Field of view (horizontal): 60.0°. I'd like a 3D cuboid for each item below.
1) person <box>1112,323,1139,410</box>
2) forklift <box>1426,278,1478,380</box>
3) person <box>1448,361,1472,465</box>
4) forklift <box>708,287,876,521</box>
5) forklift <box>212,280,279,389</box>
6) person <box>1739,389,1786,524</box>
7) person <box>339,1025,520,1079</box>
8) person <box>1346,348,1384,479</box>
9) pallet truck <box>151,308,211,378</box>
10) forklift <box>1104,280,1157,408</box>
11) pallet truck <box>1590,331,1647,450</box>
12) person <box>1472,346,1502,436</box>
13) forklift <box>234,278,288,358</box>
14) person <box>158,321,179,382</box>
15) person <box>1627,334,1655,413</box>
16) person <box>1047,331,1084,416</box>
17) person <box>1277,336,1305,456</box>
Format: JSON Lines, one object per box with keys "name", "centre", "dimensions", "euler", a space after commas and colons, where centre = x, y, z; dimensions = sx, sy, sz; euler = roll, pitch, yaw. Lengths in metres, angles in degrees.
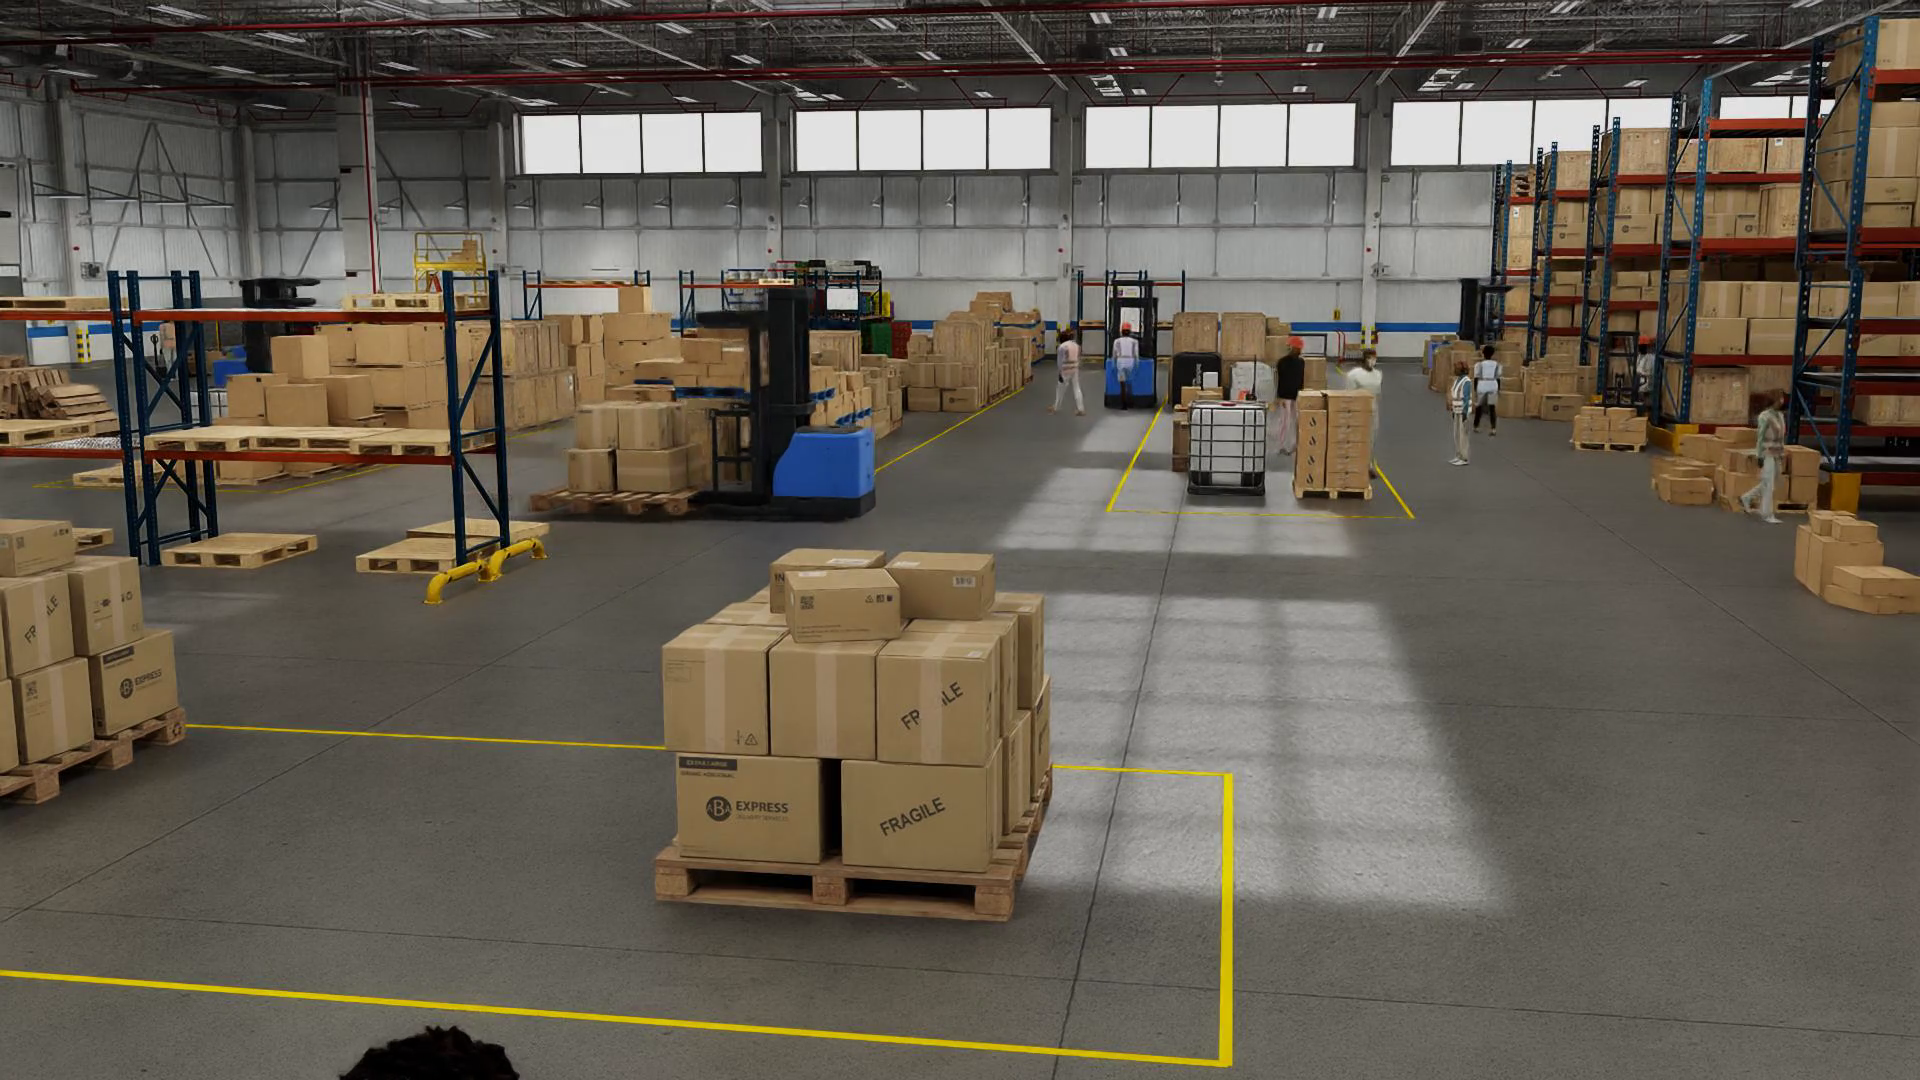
{"name": "person", "centre": [3.611, -3.803, 36.429], "dimensions": [0.555, 1.875, 1.028], "euler": [-1, 9, -5]}
{"name": "forklift", "centre": [13.586, -5.628, 44.624], "dimensions": [1.873, 2.768, 1.129], "euler": [1, 9, 9]}
{"name": "person", "centre": [7.834, -1.983, 25.992], "dimensions": [0.318, 1.631, 0.524], "euler": [-1, 9, -4]}
{"name": "forklift", "centre": [-2.050, -1.695, 20.366], "dimensions": [1.873, 2.768, 1.129], "euler": [1, 9, 9]}
{"name": "forklift", "centre": [-15.176, -4.253, 36.142], "dimensions": [1.873, 2.768, 1.129], "euler": [1, 9, 9]}
{"name": "person", "centre": [9.701, -1.017, 20.022], "dimensions": [0.529, 1.625, 0.505], "euler": [-8, 12, -41]}
{"name": "person", "centre": [-0.707, 1.658, 2.508], "dimensions": [0.371, 1.960, 0.609], "euler": [-7, 11, -36]}
{"name": "person", "centre": [5.892, -1.869, 24.405], "dimensions": [0.628, 1.921, 0.765], "euler": [-3, 10, -15]}
{"name": "pallet truck", "centre": [-21.869, -5.598, 47.154], "dimensions": [0.823, 1.965, 1.885], "euler": [4, 10, 26]}
{"name": "forklift", "centre": [3.817, -4.391, 36.997], "dimensions": [1.129, 2.768, 1.873], "euler": [1, 9, 9]}
{"name": "pallet truck", "centre": [11.253, -2.573, 28.499], "dimensions": [0.823, 1.965, 1.885], "euler": [5, 10, 27]}
{"name": "person", "centre": [9.733, -2.750, 30.676], "dimensions": [0.544, 1.649, 0.880], "euler": [0, 9, 1]}
{"name": "forklift", "centre": [-17.634, -5.341, 42.856], "dimensions": [1.873, 2.768, 1.129], "euler": [1, 9, 4]}
{"name": "person", "centre": [-21.608, -5.281, 45.421], "dimensions": [0.376, 1.922, 0.594], "euler": [5, 10, 27]}
{"name": "person", "centre": [12.309, -2.759, 29.998], "dimensions": [0.986, 1.889, 0.562], "euler": [-3, 10, -16]}
{"name": "person", "centre": [2.245, -3.490, 34.852], "dimensions": [0.668, 1.781, 0.975], "euler": [-8, 12, -40]}
{"name": "person", "centre": [5.426, -2.334, 27.111], "dimensions": [0.607, 1.965, 0.628], "euler": [-4, 10, -26]}
